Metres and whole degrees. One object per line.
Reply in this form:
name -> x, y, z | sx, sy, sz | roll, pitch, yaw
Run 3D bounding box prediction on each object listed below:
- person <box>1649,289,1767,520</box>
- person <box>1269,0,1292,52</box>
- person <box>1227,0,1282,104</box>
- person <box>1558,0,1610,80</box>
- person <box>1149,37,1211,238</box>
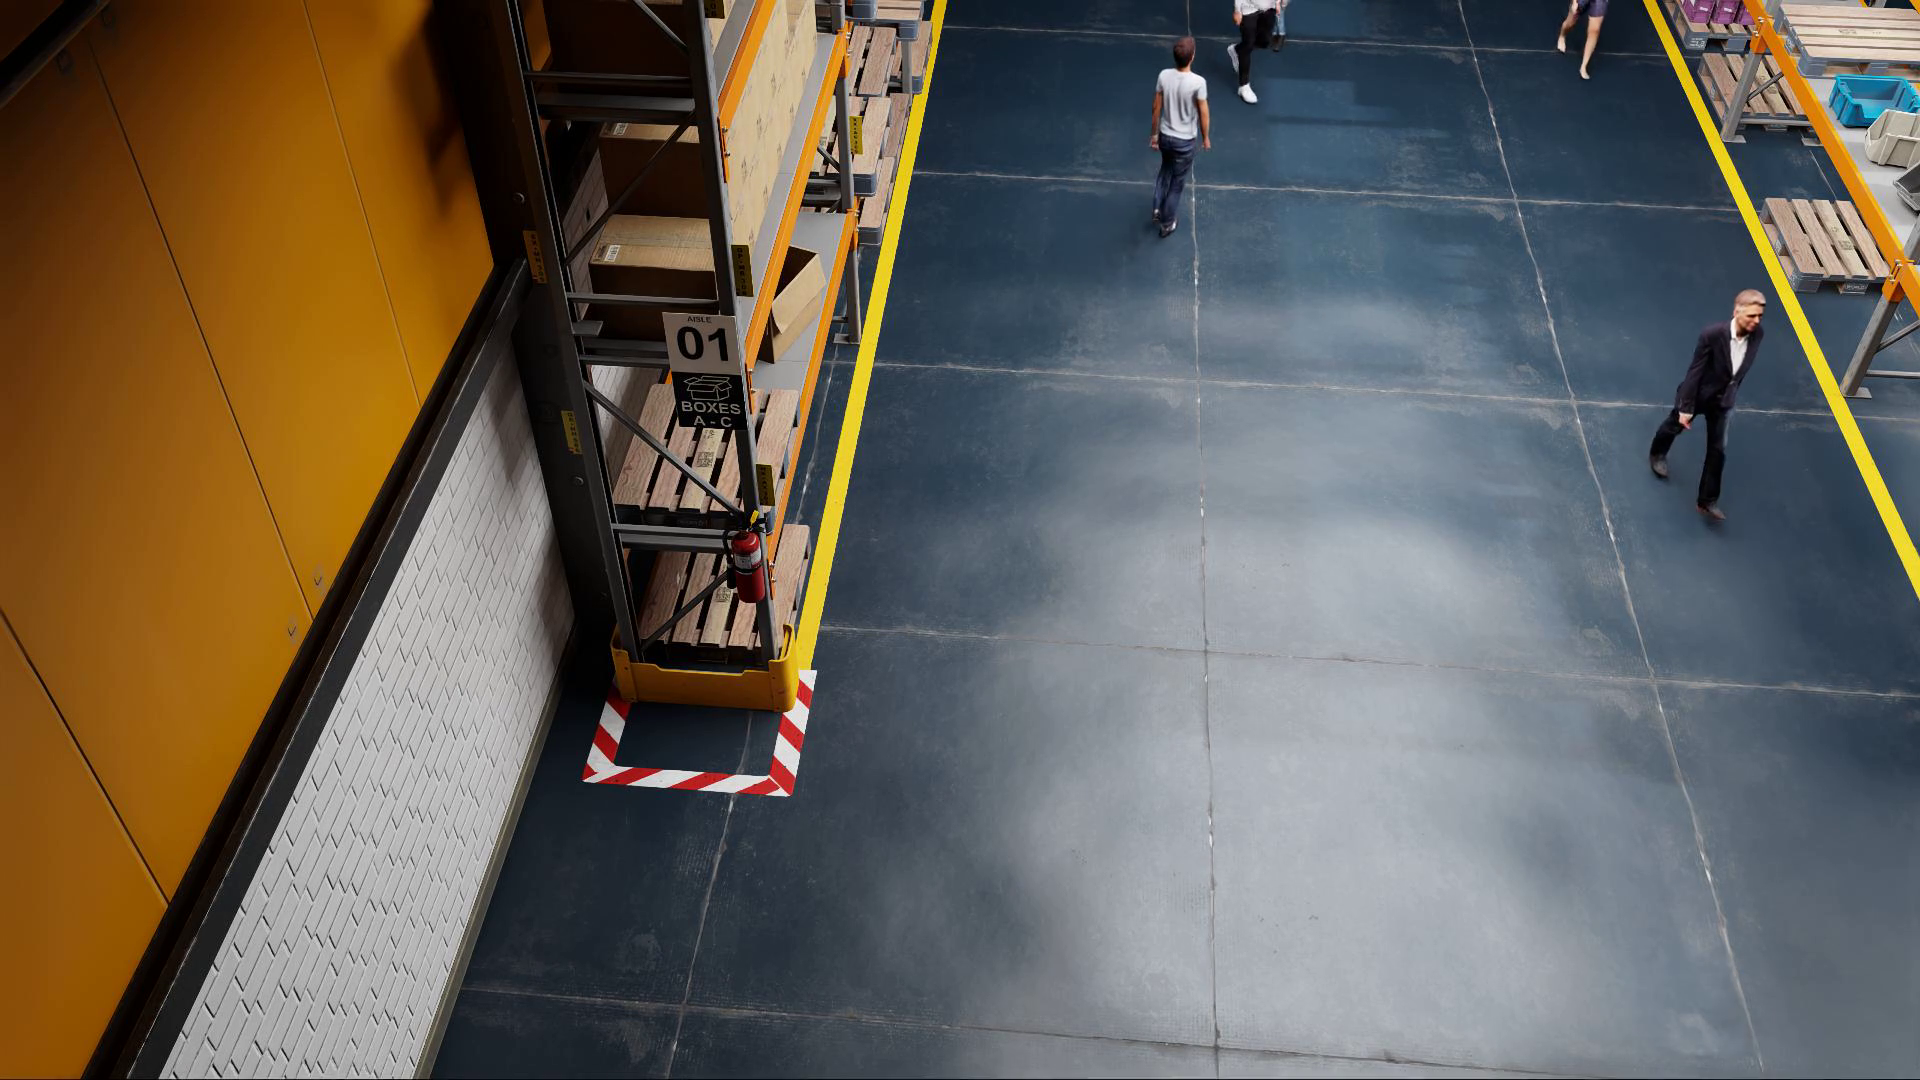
person -> 5.391, -1.100, 12.077 | 0.774, 1.769, 1.180 | -2, 44, -2
person -> 3.344, -5.703, 17.328 | 0.639, 1.190, 0.560 | -19, 47, -19
person -> 2.878, -5.322, 16.404 | 0.955, 1.914, 1.082 | -17, 46, -17
person -> 6.397, -5.560, 16.928 | 0.560, 1.534, 0.989 | 3, 44, 3
person -> 1.863, -3.459, 14.491 | 0.755, 1.854, 0.789 | 24, 49, 23
